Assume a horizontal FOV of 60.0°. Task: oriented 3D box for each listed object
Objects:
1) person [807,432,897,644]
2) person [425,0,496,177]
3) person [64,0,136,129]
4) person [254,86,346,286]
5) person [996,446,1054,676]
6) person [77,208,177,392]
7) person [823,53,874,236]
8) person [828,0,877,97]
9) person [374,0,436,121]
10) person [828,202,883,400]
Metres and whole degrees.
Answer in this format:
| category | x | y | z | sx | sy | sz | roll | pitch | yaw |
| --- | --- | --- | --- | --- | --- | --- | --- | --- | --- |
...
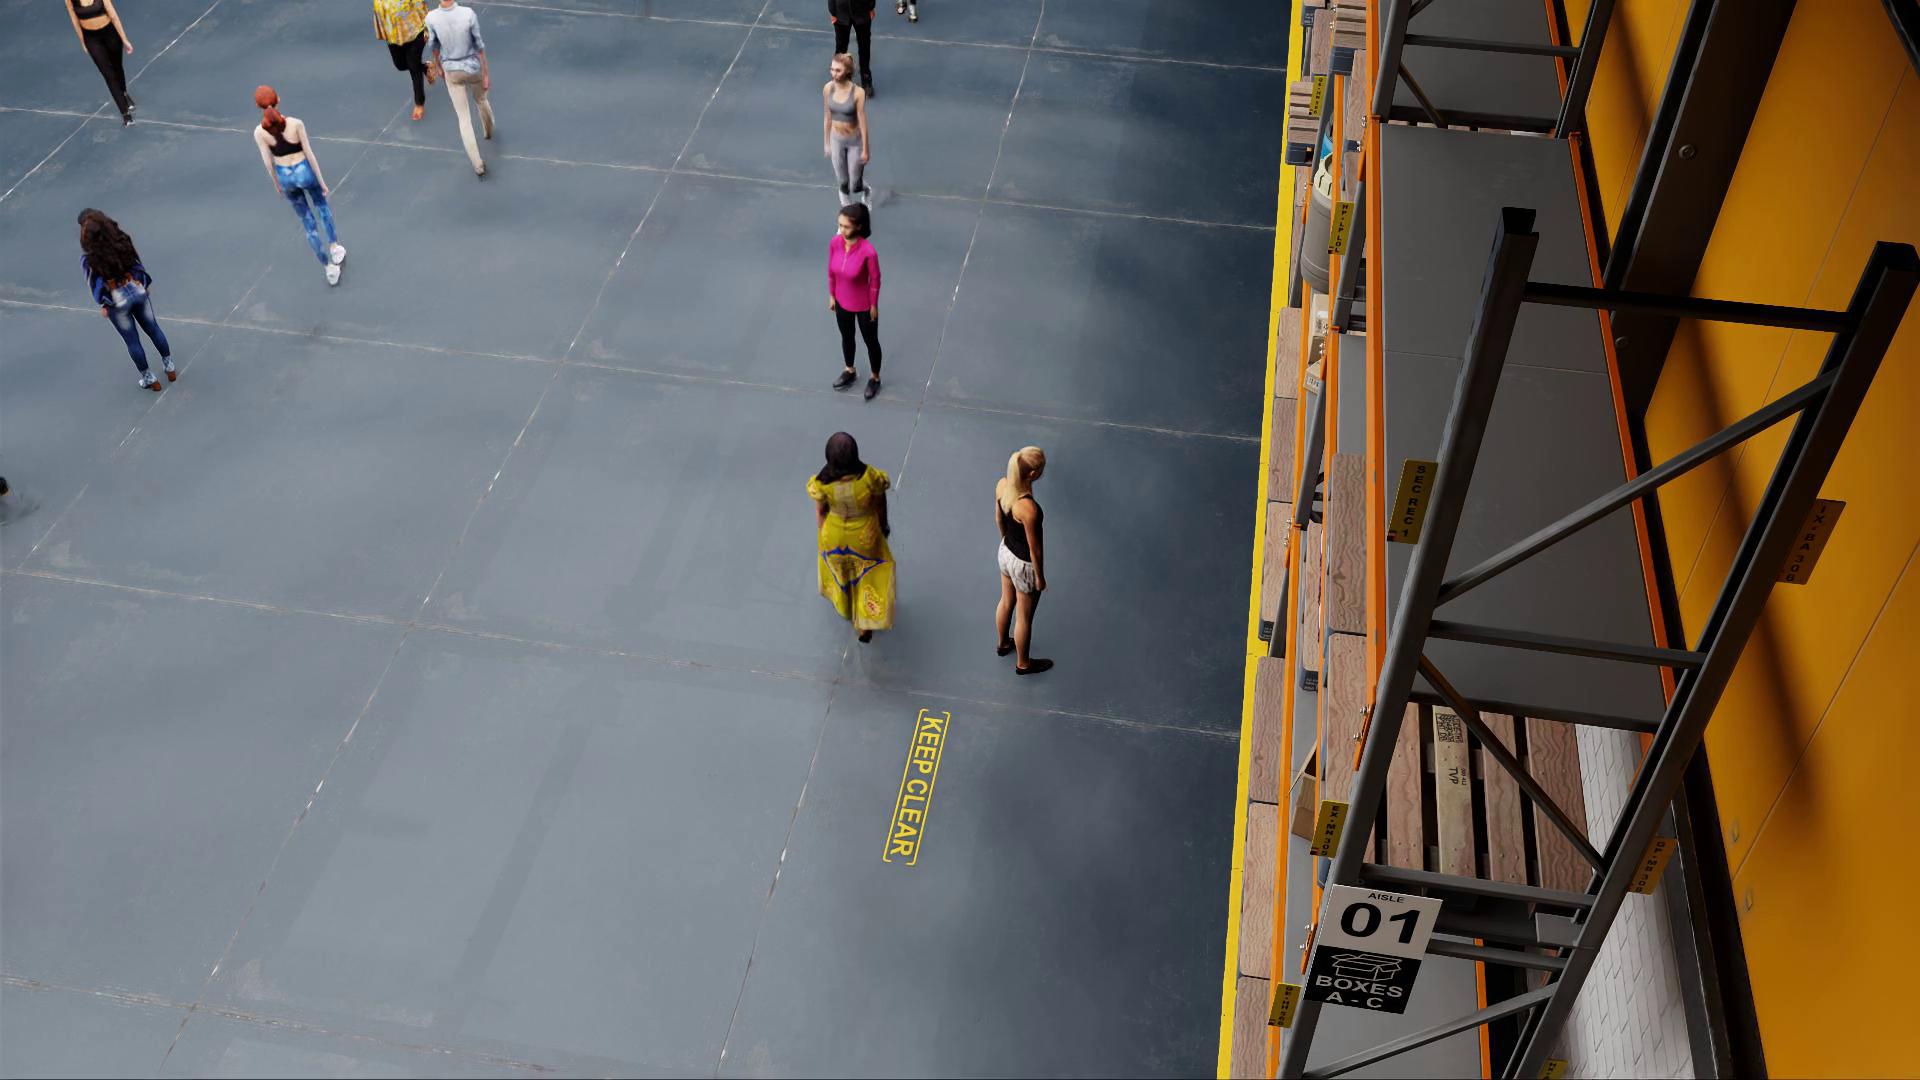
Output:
| category | x | y | z | sx | sy | sz | roll | pitch | yaw |
| --- | --- | --- | --- | --- | --- | --- | --- | --- | --- |
| person | -0.691 | 0.006 | 10.877 | 0.827 | 1.641 | 1.035 | -1 | 44 | -1 |
| person | -4.538 | -4.208 | 15.174 | 0.921 | 1.804 | 1.281 | -6 | 44 | -6 |
| person | -8.244 | -4.839 | 15.981 | 0.993 | 1.606 | 1.088 | -23 | 48 | -23 |
| person | -5.493 | -2.890 | 13.828 | 0.779 | 1.763 | 0.877 | -11 | 45 | -12 |
| person | 0.383 | 0.121 | 10.597 | 0.746 | 1.851 | 0.670 | -22 | 48 | -21 |
| person | -6.447 | -1.865 | 12.851 | 0.753 | 1.617 | 0.641 | 28 | 50 | 27 |
| person | -0.940 | -3.476 | 14.486 | 0.663 | 1.694 | 0.801 | 16 | 46 | 16 |
| person | -1.058 | -5.210 | 16.245 | 0.692 | 1.779 | 0.681 | -4 | 44 | -4 |
| person | -5.316 | -4.911 | 16.035 | 0.720 | 1.634 | 0.901 | 9 | 44 | 9 |
| person | -0.791 | -1.841 | 12.773 | 0.656 | 1.699 | 0.656 | 20 | 47 | 20 |
